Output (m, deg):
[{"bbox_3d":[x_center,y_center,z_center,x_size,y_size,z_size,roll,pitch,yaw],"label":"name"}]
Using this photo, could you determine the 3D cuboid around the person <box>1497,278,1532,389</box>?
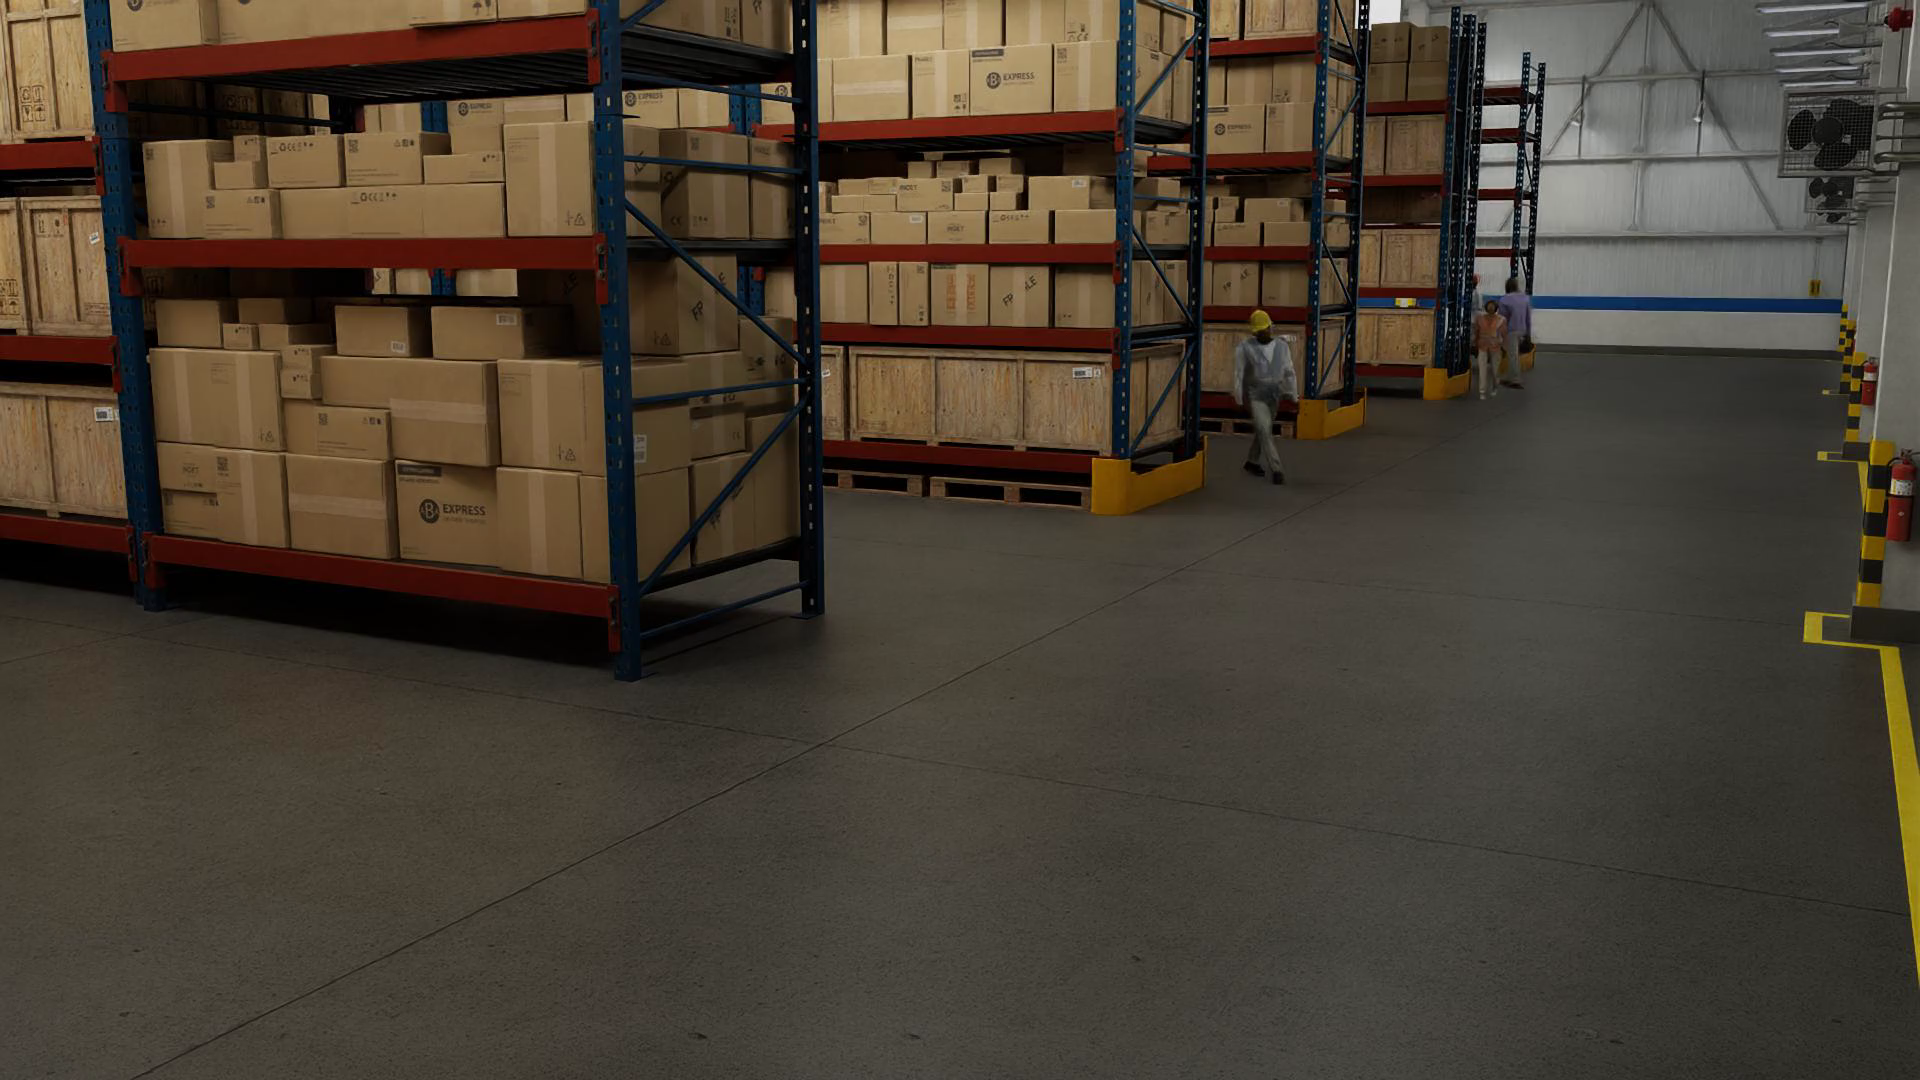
[{"bbox_3d":[9.508,-3.580,28.820,0.633,1.898,0.900,-4,11,-24],"label":"person"}]

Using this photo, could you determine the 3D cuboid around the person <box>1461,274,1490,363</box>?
[{"bbox_3d":[10.913,-4.679,35.251,1.030,1.888,0.547,5,11,28],"label":"person"}]

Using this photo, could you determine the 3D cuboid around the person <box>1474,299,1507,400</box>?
[{"bbox_3d":[8.472,-3.048,26.561,0.525,1.613,0.723,4,11,24],"label":"person"}]

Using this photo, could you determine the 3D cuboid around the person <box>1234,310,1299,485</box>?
[{"bbox_3d":[3.126,-1.475,17.051,0.646,1.761,0.959,-3,10,-17],"label":"person"}]
